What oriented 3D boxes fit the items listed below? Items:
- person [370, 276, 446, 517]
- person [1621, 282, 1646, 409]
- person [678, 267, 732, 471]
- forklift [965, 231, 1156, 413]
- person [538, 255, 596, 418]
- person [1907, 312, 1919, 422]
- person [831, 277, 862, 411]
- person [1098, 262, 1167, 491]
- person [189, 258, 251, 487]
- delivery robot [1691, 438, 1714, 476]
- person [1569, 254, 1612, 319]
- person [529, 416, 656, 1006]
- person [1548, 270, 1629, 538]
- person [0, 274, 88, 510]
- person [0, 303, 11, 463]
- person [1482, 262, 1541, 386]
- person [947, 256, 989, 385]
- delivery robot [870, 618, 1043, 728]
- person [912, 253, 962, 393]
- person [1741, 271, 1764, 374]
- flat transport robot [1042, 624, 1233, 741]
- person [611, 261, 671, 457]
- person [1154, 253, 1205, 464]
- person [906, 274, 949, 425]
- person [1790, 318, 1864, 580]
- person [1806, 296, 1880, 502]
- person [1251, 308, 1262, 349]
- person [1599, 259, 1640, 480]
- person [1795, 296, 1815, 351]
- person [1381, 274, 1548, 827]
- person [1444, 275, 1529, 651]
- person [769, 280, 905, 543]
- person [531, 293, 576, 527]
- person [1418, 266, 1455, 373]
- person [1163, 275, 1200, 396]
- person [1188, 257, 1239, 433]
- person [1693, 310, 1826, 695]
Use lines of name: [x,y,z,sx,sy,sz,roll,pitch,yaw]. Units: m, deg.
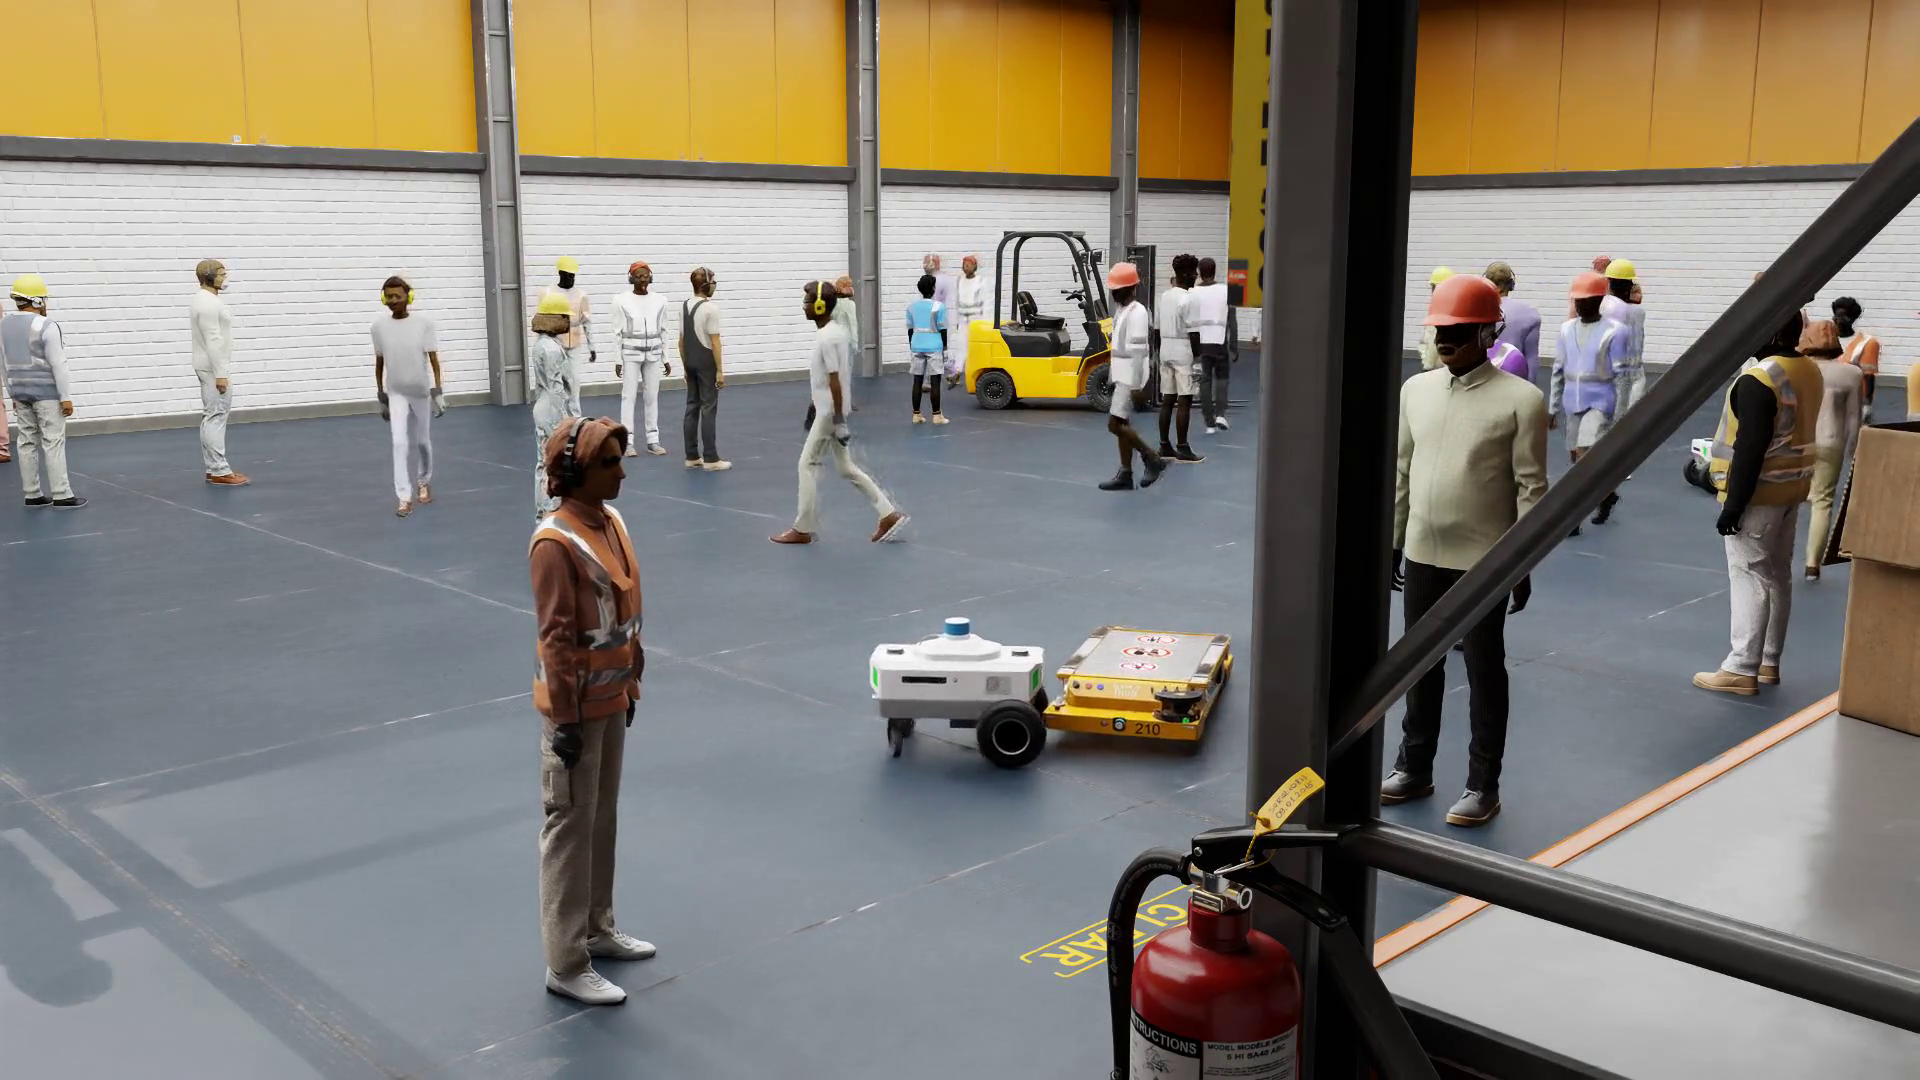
person: [-4.283,-1.137,12.956,0.529,1.827,0.939,-3,11,-14]
person: [7.459,-2.057,18.495,0.583,1.610,0.531,-5,12,-26]
person: [-2.337,-1.546,15.108,0.508,1.844,0.332,9,14,40]
forklift: [1.222,-2.721,20.561,2.313,2.155,1.214,2,11,13]
person: [-4.288,-2.130,18.101,0.614,1.917,0.395,-9,14,-40]
person: [4.597,-0.254,7.809,0.543,1.939,0.371,-3,11,-18]
person: [-1.412,-2.381,20.241,0.280,1.631,0.504,-9,14,-40]
person: [1.402,-1.335,13.776,0.480,1.911,0.574,-1,10,-6]
person: [-6.352,-1.427,14.201,0.371,1.941,0.627,-6,12,-29]
delivery robot: [6.515,-0.724,13.891,0.707,0.478,0.477,1,11,6]
person: [7.529,-2.407,19.637,0.653,1.906,0.408,6,12,30]
person: [-1.045,0.467,4.693,0.310,1.638,0.523,1,10,6]
person: [4.546,-0.986,11.942,0.927,1.901,0.543,-8,13,-36]
person: [-7.147,-1.140,12.928,0.590,1.833,0.404,3,11,15]
person: [-9.190,-1.654,15.533,0.649,1.907,0.409,7,12,33]
person: [4.006,-1.107,12.476,0.627,1.934,0.370,1,10,4]
person: [0.139,-3.127,23.768,0.597,1.824,1.000,6,12,28]
delivery robot: [-0.013,0.565,6.864,0.707,0.478,0.477,1,10,4]
person: [-0.331,-2.918,22.450,0.589,1.893,0.667,0,10,2]
person: [10.972,-2.863,22.860,0.523,1.636,0.310,5,11,25]
flat transport robot: [0.843,0.618,7.548,0.652,0.197,1.431,4,9,15]
person: [-3.084,-1.753,16.136,0.576,1.882,0.362,-6,12,-29]
person: [2.074,-1.703,15.629,0.361,1.964,0.617,-6,12,-28]
person: [-0.359,-2.136,18.723,0.535,1.699,0.318,6,12,29]
person: [5.320,-0.564,10.374,0.517,1.618,0.390,5,12,27]
person: [7.177,-1.145,13.457,0.779,1.663,0.533,-8,13,-37]
person: [3.688,-2.350,19.046,0.677,2.003,0.614,2,11,13]
person: [5.705,-1.488,14.569,0.372,1.925,0.596,-1,10,-4]
person: [8.098,-1.695,16.135,0.320,1.769,0.523,3,11,16]
person: [1.803,0.039,6.057,0.391,1.992,0.623,-9,14,-41]
person: [2.628,-0.391,8.583,0.375,1.928,0.542,-5,12,-26]
person: [-0.841,-0.870,11.472,0.886,1.839,0.506,1,10,7]
person: [-2.777,-0.821,11.439,0.318,1.741,0.492,-5,11,-24]
person: [4.741,-1.784,16.439,0.404,1.830,0.600,8,13,39]
person: [2.901,-2.695,21.984,0.647,1.622,0.533,-5,11,-25]
person: [2.707,-2.105,18.018,0.627,1.891,0.486,2,11,13]
person: [3.729,-0.199,7.777,0.627,1.844,0.429,-9,14,-42]
